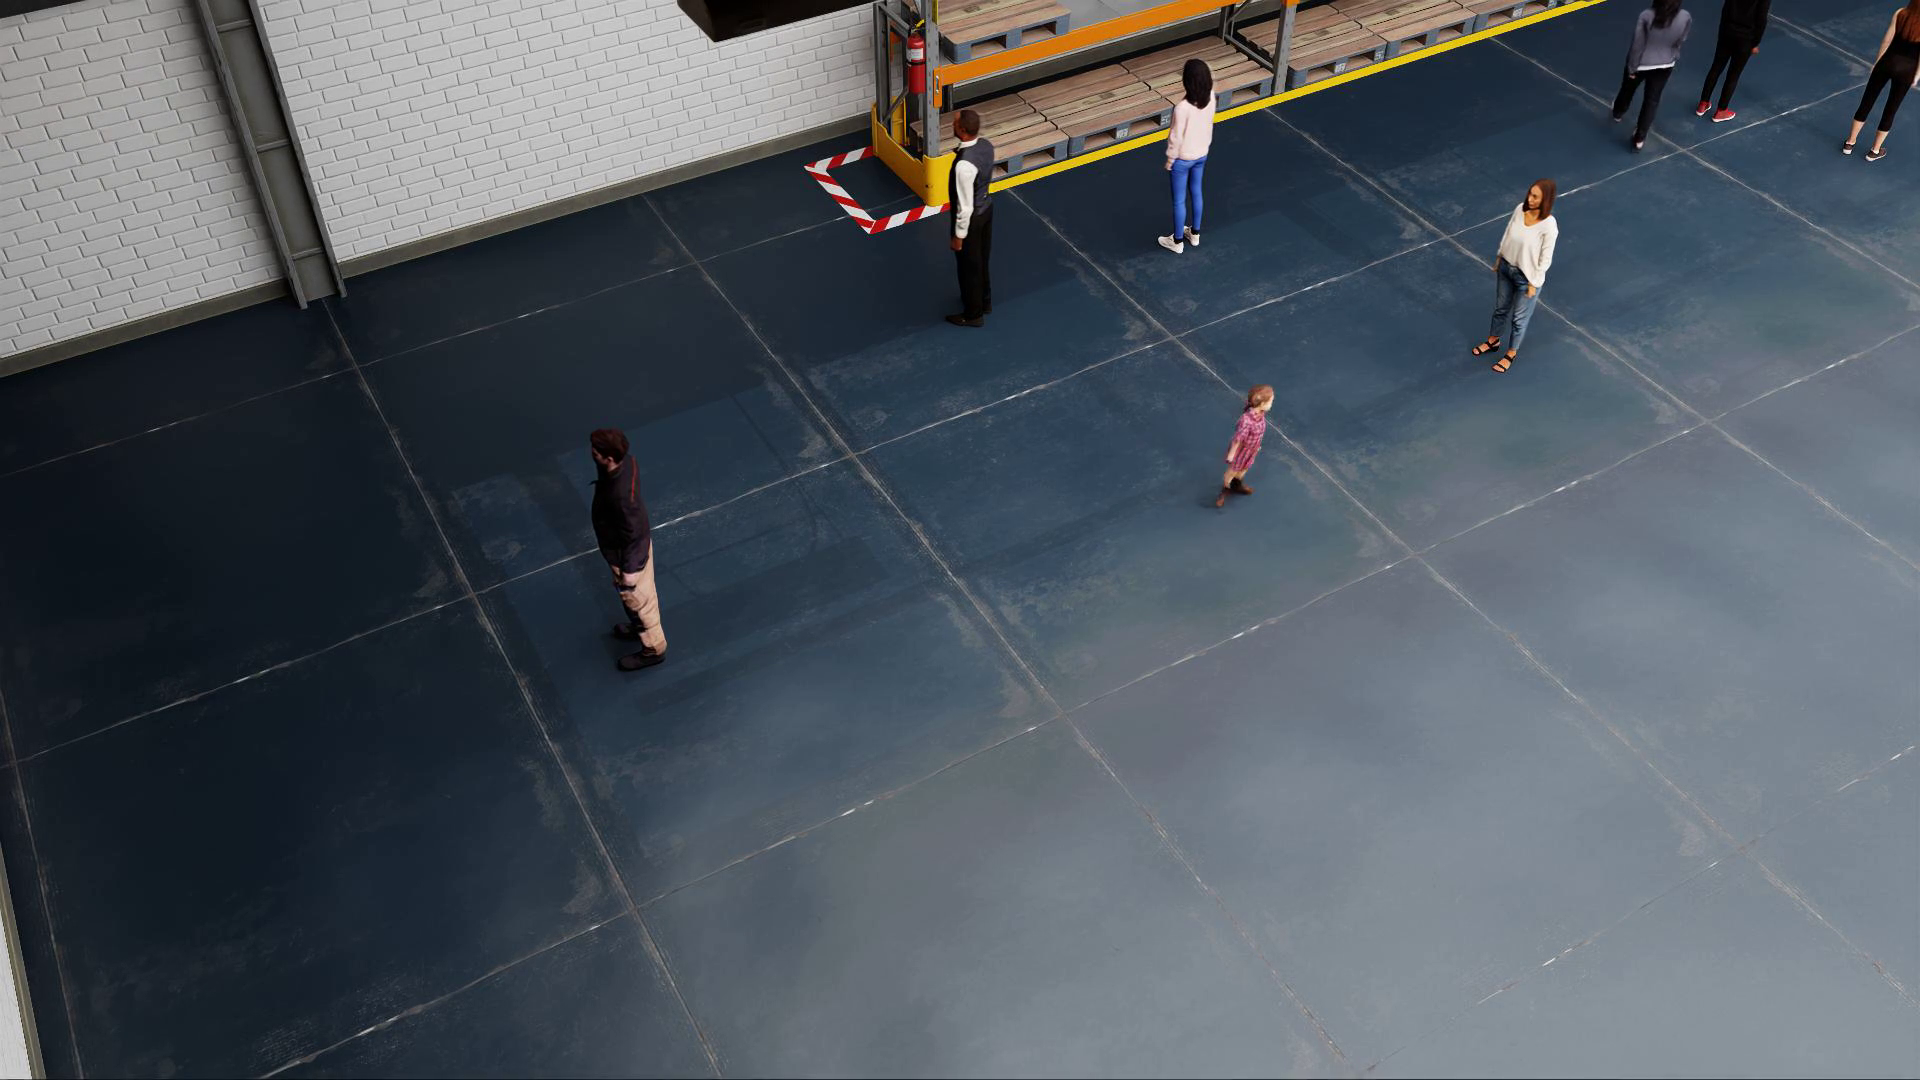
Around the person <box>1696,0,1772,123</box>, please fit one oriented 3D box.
[{"bbox_3d":[7.444,-4.818,15.912,0.588,1.674,0.630,-30,51,-27],"label":"person"}]

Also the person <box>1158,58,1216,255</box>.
[{"bbox_3d":[1.958,-3.280,14.230,0.509,1.768,0.729,-27,50,-25],"label":"person"}]

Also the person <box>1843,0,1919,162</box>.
[{"bbox_3d":[8.644,-4.348,15.381,0.624,1.726,0.609,30,51,28],"label":"person"}]

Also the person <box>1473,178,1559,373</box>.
[{"bbox_3d":[4.405,-2.098,13.051,0.517,1.682,0.614,-21,47,-21],"label":"person"}]

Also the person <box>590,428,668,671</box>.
[{"bbox_3d":[-2.117,0.046,10.624,0.730,1.926,0.771,-7,44,-8],"label":"person"}]

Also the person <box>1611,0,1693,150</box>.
[{"bbox_3d":[6.483,-4.426,15.584,1.080,1.559,1.088,6,44,6],"label":"person"}]

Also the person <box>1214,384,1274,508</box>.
[{"bbox_3d":[2.036,-0.689,12.065,0.486,1.003,0.654,-28,50,-26],"label":"person"}]

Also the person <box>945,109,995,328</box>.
[{"bbox_3d":[0.092,-2.585,13.393,0.844,1.917,0.745,16,46,17],"label":"person"}]
